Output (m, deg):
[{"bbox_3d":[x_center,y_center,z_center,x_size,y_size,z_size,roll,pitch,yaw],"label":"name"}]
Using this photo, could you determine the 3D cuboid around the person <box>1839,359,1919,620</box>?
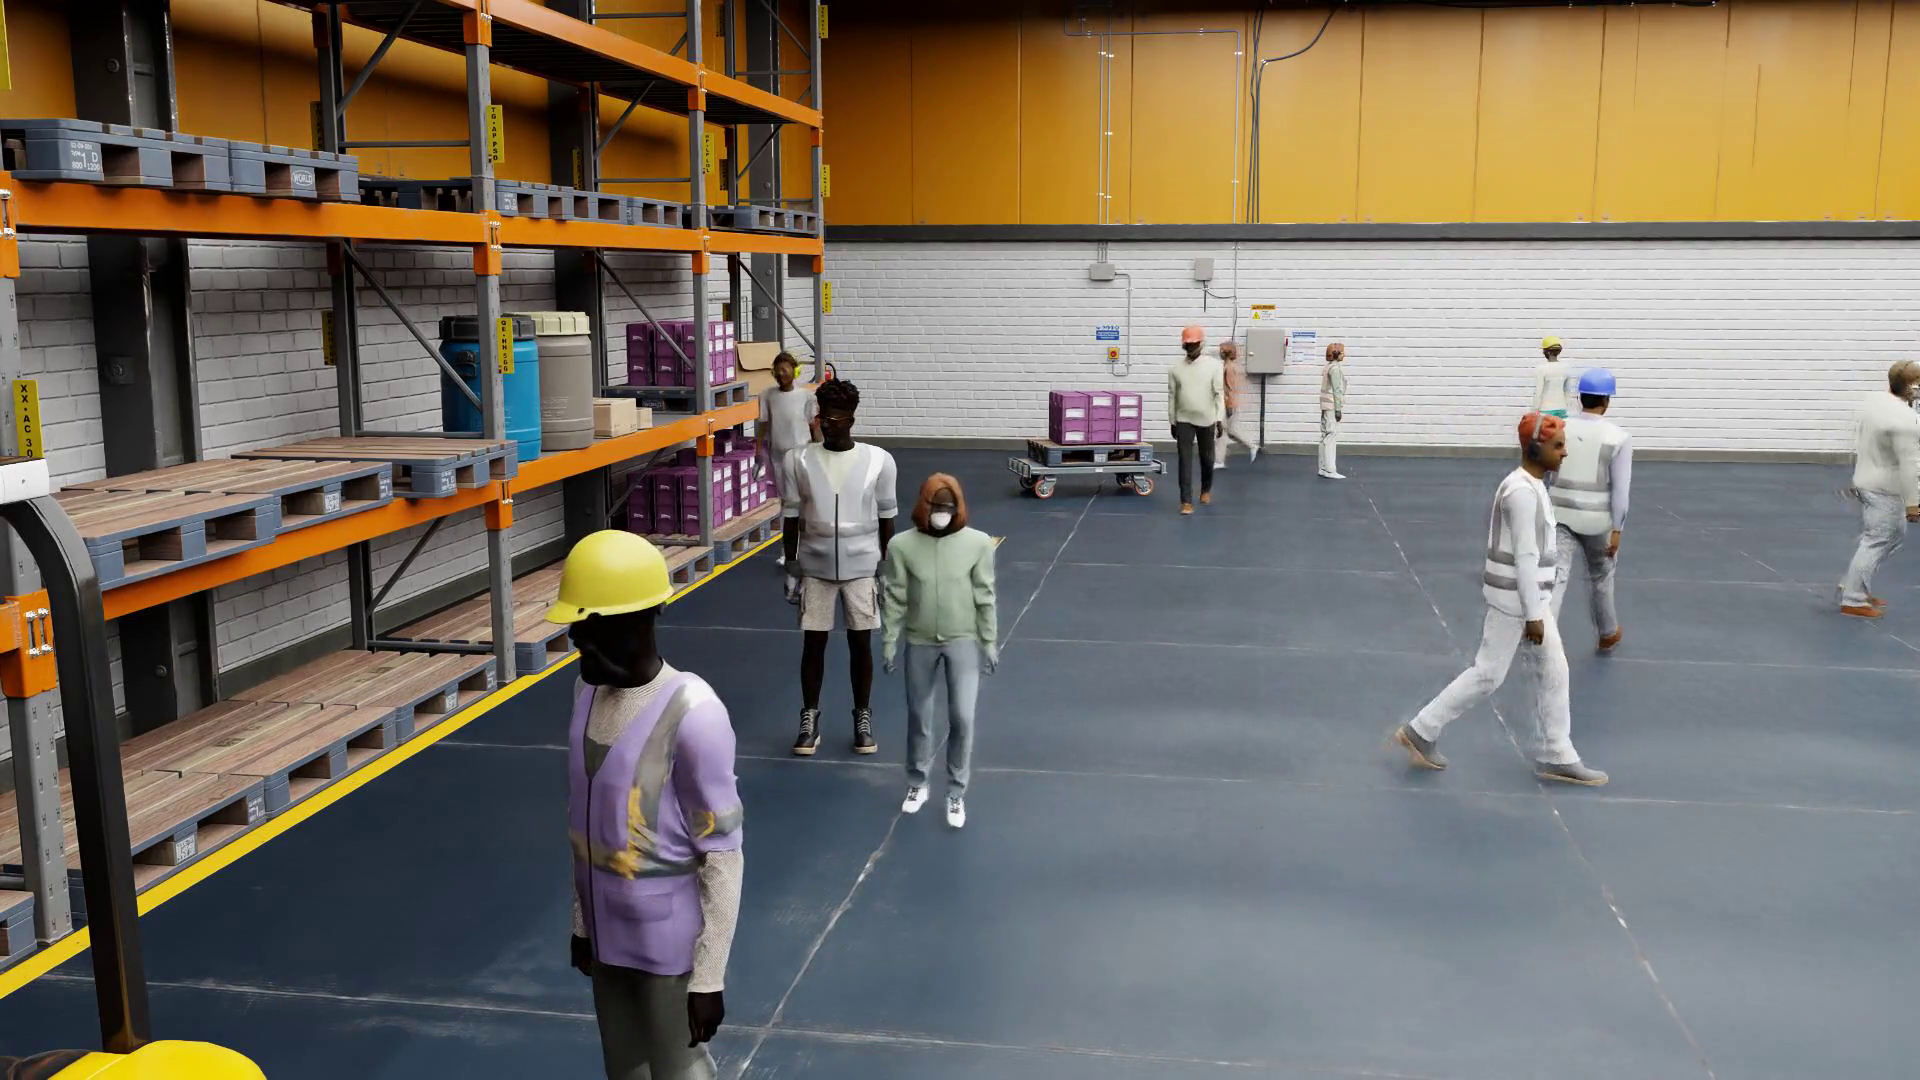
[{"bbox_3d":[6.570,-0.341,11.827,0.444,1.892,0.729,2,9,14],"label":"person"}]

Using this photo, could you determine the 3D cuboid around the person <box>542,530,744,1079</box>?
[{"bbox_3d":[-0.756,0.923,3.913,0.385,1.922,0.594,-9,13,-43],"label":"person"}]

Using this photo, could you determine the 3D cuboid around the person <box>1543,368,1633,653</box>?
[{"bbox_3d":[3.991,-0.152,10.636,0.602,1.894,1.003,7,12,37],"label":"person"}]

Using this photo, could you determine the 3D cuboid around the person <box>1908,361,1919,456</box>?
[{"bbox_3d":[10.858,-1.405,18.602,0.500,1.824,0.968,4,10,24],"label":"person"}]

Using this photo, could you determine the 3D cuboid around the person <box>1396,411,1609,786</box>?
[{"bbox_3d":[2.670,0.282,8.157,0.958,1.848,0.563,5,10,28],"label":"person"}]

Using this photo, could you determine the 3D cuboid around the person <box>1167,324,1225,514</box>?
[{"bbox_3d":[2.470,-1.274,17.363,0.612,1.972,0.894,2,10,15],"label":"person"}]

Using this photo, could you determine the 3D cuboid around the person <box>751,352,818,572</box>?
[{"bbox_3d":[-1.472,-0.648,13.908,0.505,1.820,0.972,2,9,12],"label":"person"}]

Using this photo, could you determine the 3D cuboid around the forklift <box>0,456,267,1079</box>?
[{"bbox_3d":[-2.328,0.975,2.765,2.313,2.155,1.214,1,9,9],"label":"forklift"}]

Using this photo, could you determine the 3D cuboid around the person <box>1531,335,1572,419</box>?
[{"bbox_3d":[6.837,-1.492,19.302,0.531,1.765,0.327,-3,10,-21],"label":"person"}]

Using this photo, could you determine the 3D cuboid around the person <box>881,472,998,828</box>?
[{"bbox_3d":[-0.089,0.495,7.525,0.538,1.605,0.624,1,9,4],"label":"person"}]

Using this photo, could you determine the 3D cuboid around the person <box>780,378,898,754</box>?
[{"bbox_3d":[-0.625,0.140,8.622,0.607,1.963,0.373,0,9,-1],"label":"person"}]

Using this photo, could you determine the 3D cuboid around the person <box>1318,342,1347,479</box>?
[{"bbox_3d":[4.505,-1.564,20.123,0.312,1.642,0.512,0,9,-1],"label":"person"}]

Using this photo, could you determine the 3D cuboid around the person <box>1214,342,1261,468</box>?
[{"bbox_3d":[3.458,-1.698,21.035,0.634,1.622,0.523,2,9,10],"label":"person"}]
